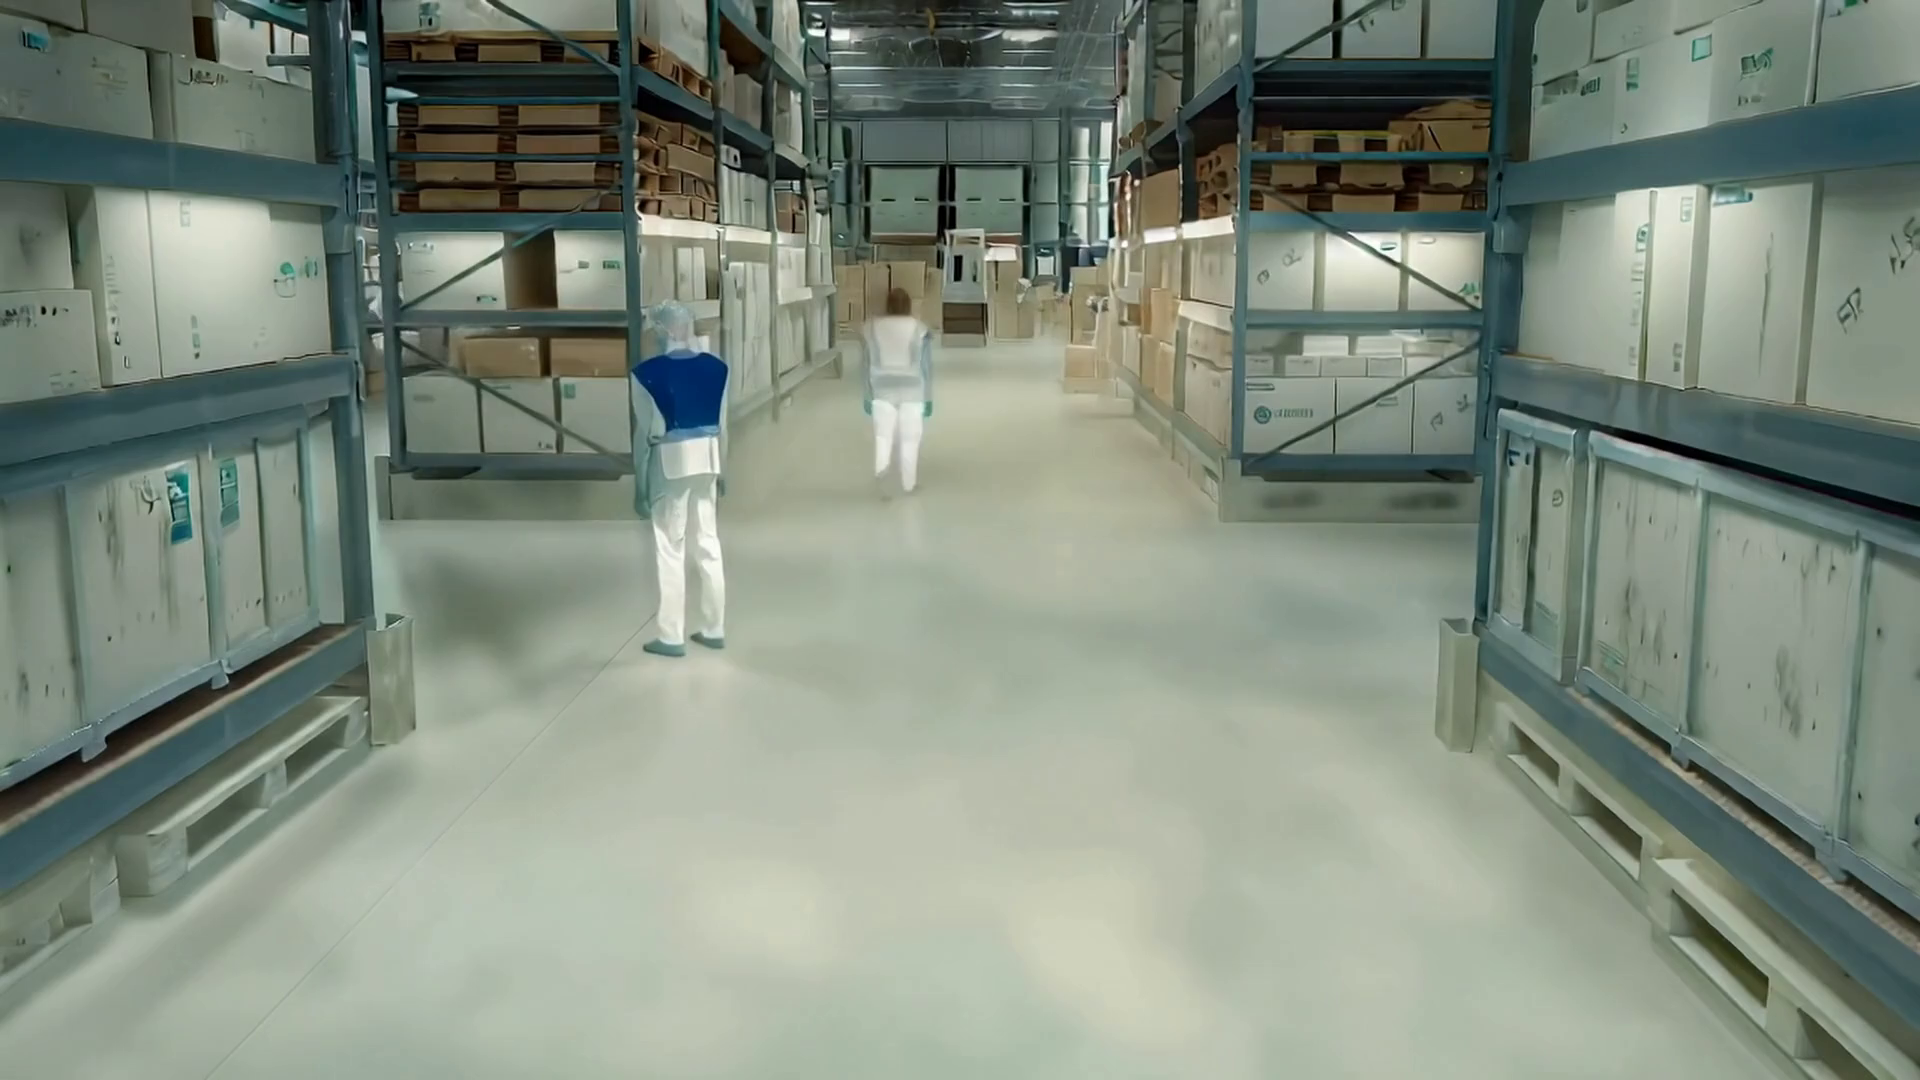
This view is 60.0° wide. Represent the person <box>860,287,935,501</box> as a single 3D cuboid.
[{"bbox_3d":[-0.524,-1.200,13.912,0.633,1.824,0.706,1,10,4],"label":"person"}]

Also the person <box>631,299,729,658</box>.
[{"bbox_3d":[-1.419,-0.311,8.561,0.559,1.836,0.392,-9,13,-42],"label":"person"}]

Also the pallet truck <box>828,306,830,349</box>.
[{"bbox_3d":[-3.100,-3.940,29.800,1.885,1.965,0.823,3,10,19],"label":"pallet truck"}]

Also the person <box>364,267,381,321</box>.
[{"bbox_3d":[-19.878,-8.309,56.342,0.649,1.890,1.038,1,10,8],"label":"person"}]

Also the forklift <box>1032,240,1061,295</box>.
[{"bbox_3d":[3.172,-9.648,61.356,1.129,2.768,1.873,0,9,1],"label":"forklift"}]

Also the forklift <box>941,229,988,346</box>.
[{"bbox_3d":[0.124,-6.118,40.208,1.129,2.768,1.873,0,9,1],"label":"forklift"}]
